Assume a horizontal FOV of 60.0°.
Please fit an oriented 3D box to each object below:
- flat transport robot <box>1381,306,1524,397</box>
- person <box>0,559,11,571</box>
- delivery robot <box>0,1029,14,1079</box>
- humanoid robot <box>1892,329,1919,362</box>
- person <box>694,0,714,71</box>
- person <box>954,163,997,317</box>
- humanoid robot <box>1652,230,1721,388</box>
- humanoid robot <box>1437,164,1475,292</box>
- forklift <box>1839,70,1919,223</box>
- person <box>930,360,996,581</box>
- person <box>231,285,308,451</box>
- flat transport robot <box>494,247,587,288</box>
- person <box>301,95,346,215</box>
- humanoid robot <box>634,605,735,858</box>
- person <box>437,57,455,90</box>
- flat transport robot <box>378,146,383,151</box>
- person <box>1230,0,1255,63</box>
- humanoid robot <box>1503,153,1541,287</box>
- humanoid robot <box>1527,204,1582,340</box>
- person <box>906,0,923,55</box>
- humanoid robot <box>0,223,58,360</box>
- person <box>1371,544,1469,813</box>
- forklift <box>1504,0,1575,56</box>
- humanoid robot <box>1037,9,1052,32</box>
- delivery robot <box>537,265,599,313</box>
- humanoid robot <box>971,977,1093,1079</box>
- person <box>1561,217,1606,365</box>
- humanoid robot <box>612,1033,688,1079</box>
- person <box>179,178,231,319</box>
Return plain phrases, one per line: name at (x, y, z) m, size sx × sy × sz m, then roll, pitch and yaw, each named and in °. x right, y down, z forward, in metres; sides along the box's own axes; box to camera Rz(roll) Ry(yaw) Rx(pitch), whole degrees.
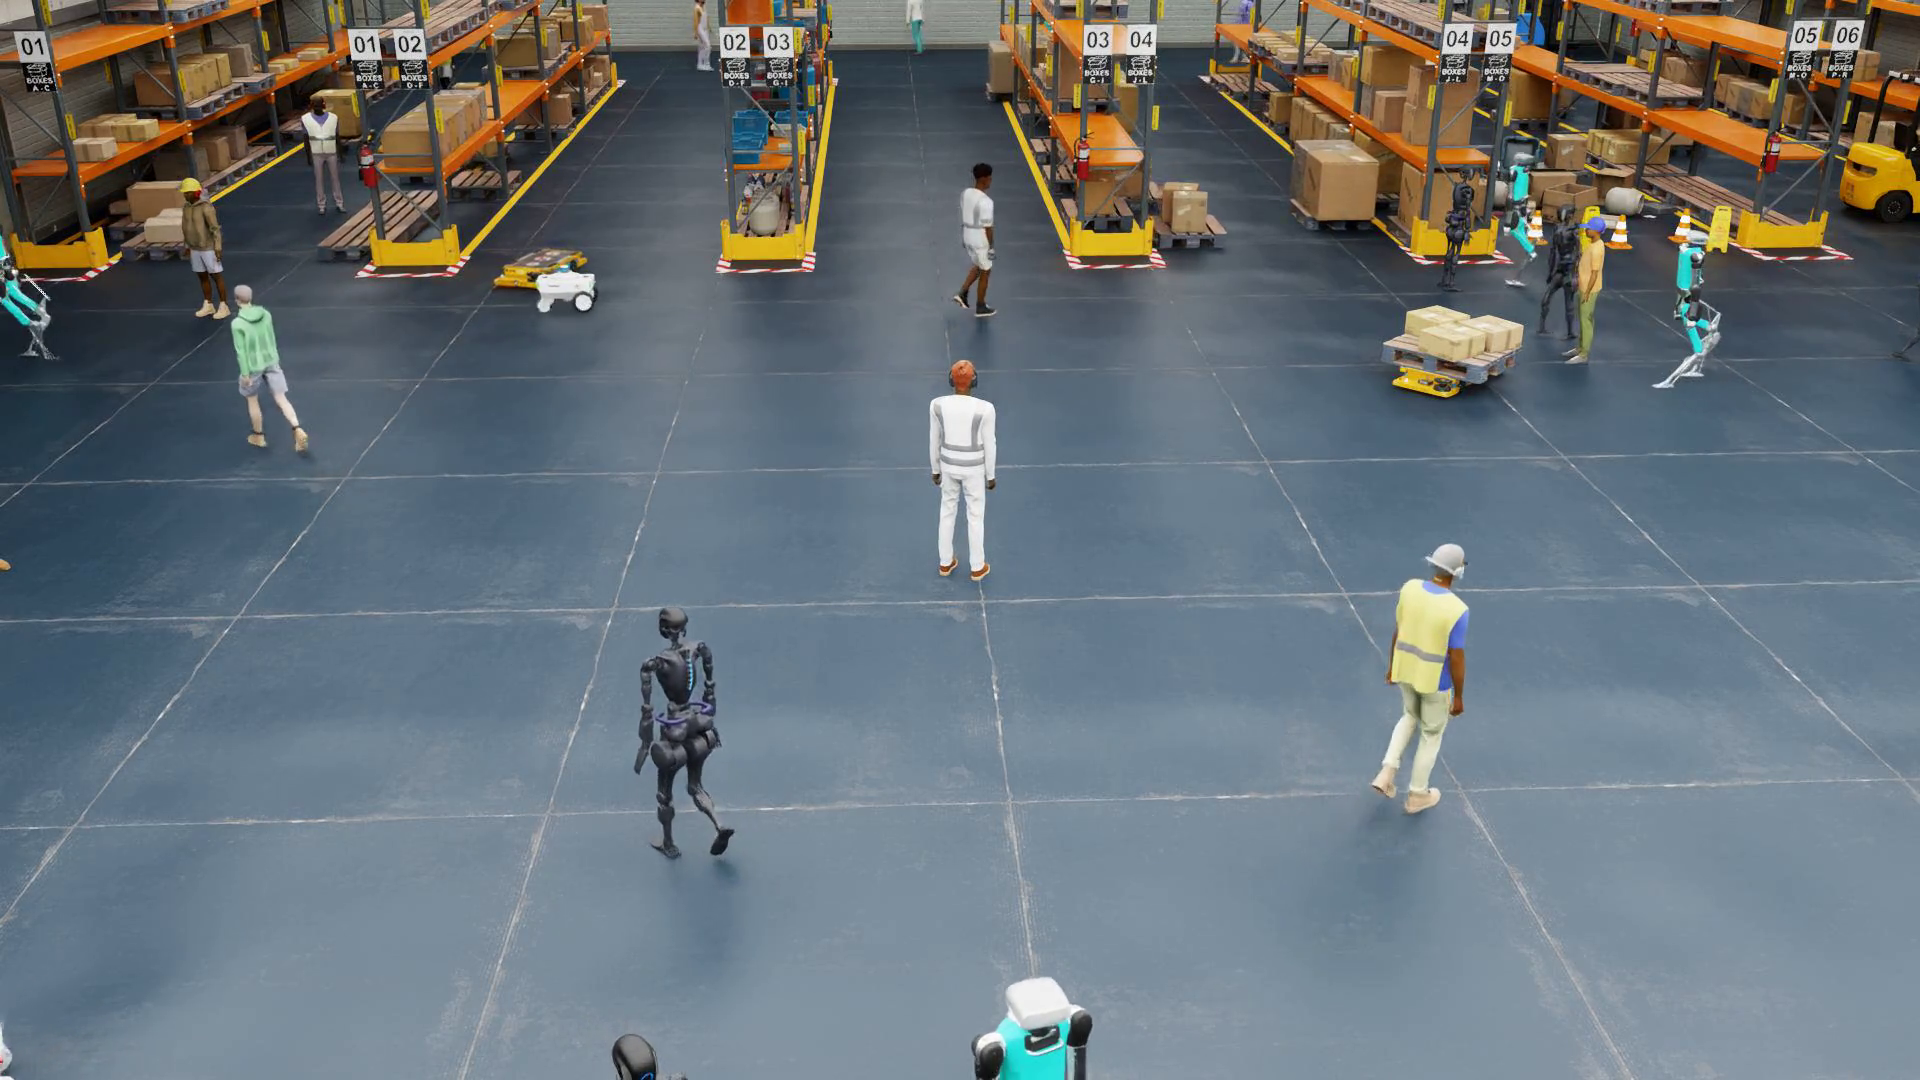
flat transport robot at (5.531, -1.919, 18.784) m, size 0.659 × 0.231 × 1.431 m, roll 20°, pitch 31°, yaw 38°
person at (-8.323, -0.574, 13.781) m, size 0.376 × 1.890 × 0.569 m, roll 17°, pitch 29°, yaw 33°
delivery robot at (-5.150, 2.629, 8.237) m, size 0.818 × 0.614 × 0.499 m, roll -15°, pitch 28°, yaw -30°
humanoid robot at (11.250, -2.849, 19.165) m, size 0.613 × 1.636 × 0.616 m, roll 9°, pitch 26°, yaw 20°
person at (-6.134, -12.244, 40.053) m, size 0.672 × 1.840 × 0.535 m, roll 6°, pitch 25°, yaw 14°
person at (0.237, -3.754, 20.842) m, size 0.466 × 1.945 × 0.624 m, roll -15°, pitch 28°, yaw -29°
humanoid robot at (8.180, -2.518, 18.353) m, size 0.845 × 1.791 × 0.541 m, roll 1°, pitch 24°, yaw 3°
humanoid robot at (6.616, -4.160, 22.071) m, size 0.315 × 1.657 × 0.599 m, roll -1°, pitch 24°, yaw -2°
forklift at (15.132, -6.143, 25.915) m, size 2.313 × 2.155 × 1.214 m, roll -1°, pitch 24°, yaw -2°
person at (0.020, -0.574, 13.795) m, size 0.574 × 1.877 × 0.341 m, roll 9°, pitch 25°, yaw 19°
person at (-6.907, -1.694, 16.500) m, size 0.838 × 1.711 × 0.470 m, roll 20°, pitch 31°, yaw 37°
flat transport robot at (-5.763, -3.752, 22.902) m, size 0.659 × 0.231 × 1.431 m, roll 6°, pitch 25°, yaw 14°
person at (-10.002, -6.068, 26.177) m, size 0.564 × 1.837 × 0.388 m, roll -11°, pitch 26°, yaw -24°
humanoid robot at (-1.658, 1.199, 10.070) m, size 0.534 × 1.635 × 0.618 m, roll 20°, pitch 31°, yaw 38°
person at (-11.141, -10.218, 35.729) m, size 0.543 × 1.651 × 0.879 m, roll -1°, pitch 24°, yaw -3°
flat transport robot at (-10.468, -7.563, 31.466) m, size 0.659 × 0.231 × 1.431 m, roll 0°, pitch 24°, yaw -1°
person at (7.065, -12.740, 41.267) m, size 0.744 × 1.765 × 0.380 m, roll -15°, pitch 28°, yaw -30°
humanoid robot at (7.553, -4.212, 22.142) m, size 0.675 × 1.792 × 0.554 m, roll 21°, pitch 31°, yaw 38°
humanoid robot at (7.235, -3.210, 19.969) m, size 0.523 × 1.643 × 0.611 m, roll -6°, pitch 25°, yaw -14°
person at (-1.165, -13.284, 42.512) m, size 0.461 × 1.728 × 0.564 m, roll 14°, pitch 27°, yaw 28°
humanoid robot at (-10.867, -2.859, 19.243) m, size 0.724 × 1.905 × 0.543 m, roll 1°, pitch 24°, yaw 2°
person at (2.942, 0.886, 10.505) m, size 0.459 × 1.876 × 0.561 m, roll -18°, pitch 30°, yaw -35°
forklift at (14.700, -13.805, 42.301) m, size 1.873 × 2.768 × 1.129 m, roll -1°, pitch 24°, yaw -2°
humanoid robot at (2.267, -13.011, 41.934) m, size 0.531 × 1.799 × 0.795 m, roll 11°, pitch 26°, yaw 23°
delivery robot at (-5.048, -3.228, 21.364) m, size 0.788 × 0.587 × 0.499 m, roll -2°, pitch 24°, yaw -4°
humanoid robot at (0.420, 2.715, 6.691) m, size 0.546 × 1.882 × 0.826 m, roll -13°, pitch 27°, yaw -27°
person at (7.196, -2.872, 19.143) m, size 0.352 × 1.717 × 0.436 m, roll 6°, pitch 25°, yaw 13°
humanoid robot at (-1.234, 2.701, 6.685) m, size 0.588 × 1.637 × 0.660 m, roll -21°, pitch 32°, yaw -39°
person at (-9.484, -3.672, 20.882) m, size 0.553 × 1.761 × 0.402 m, roll 8°, pitch 25°, yaw 18°
